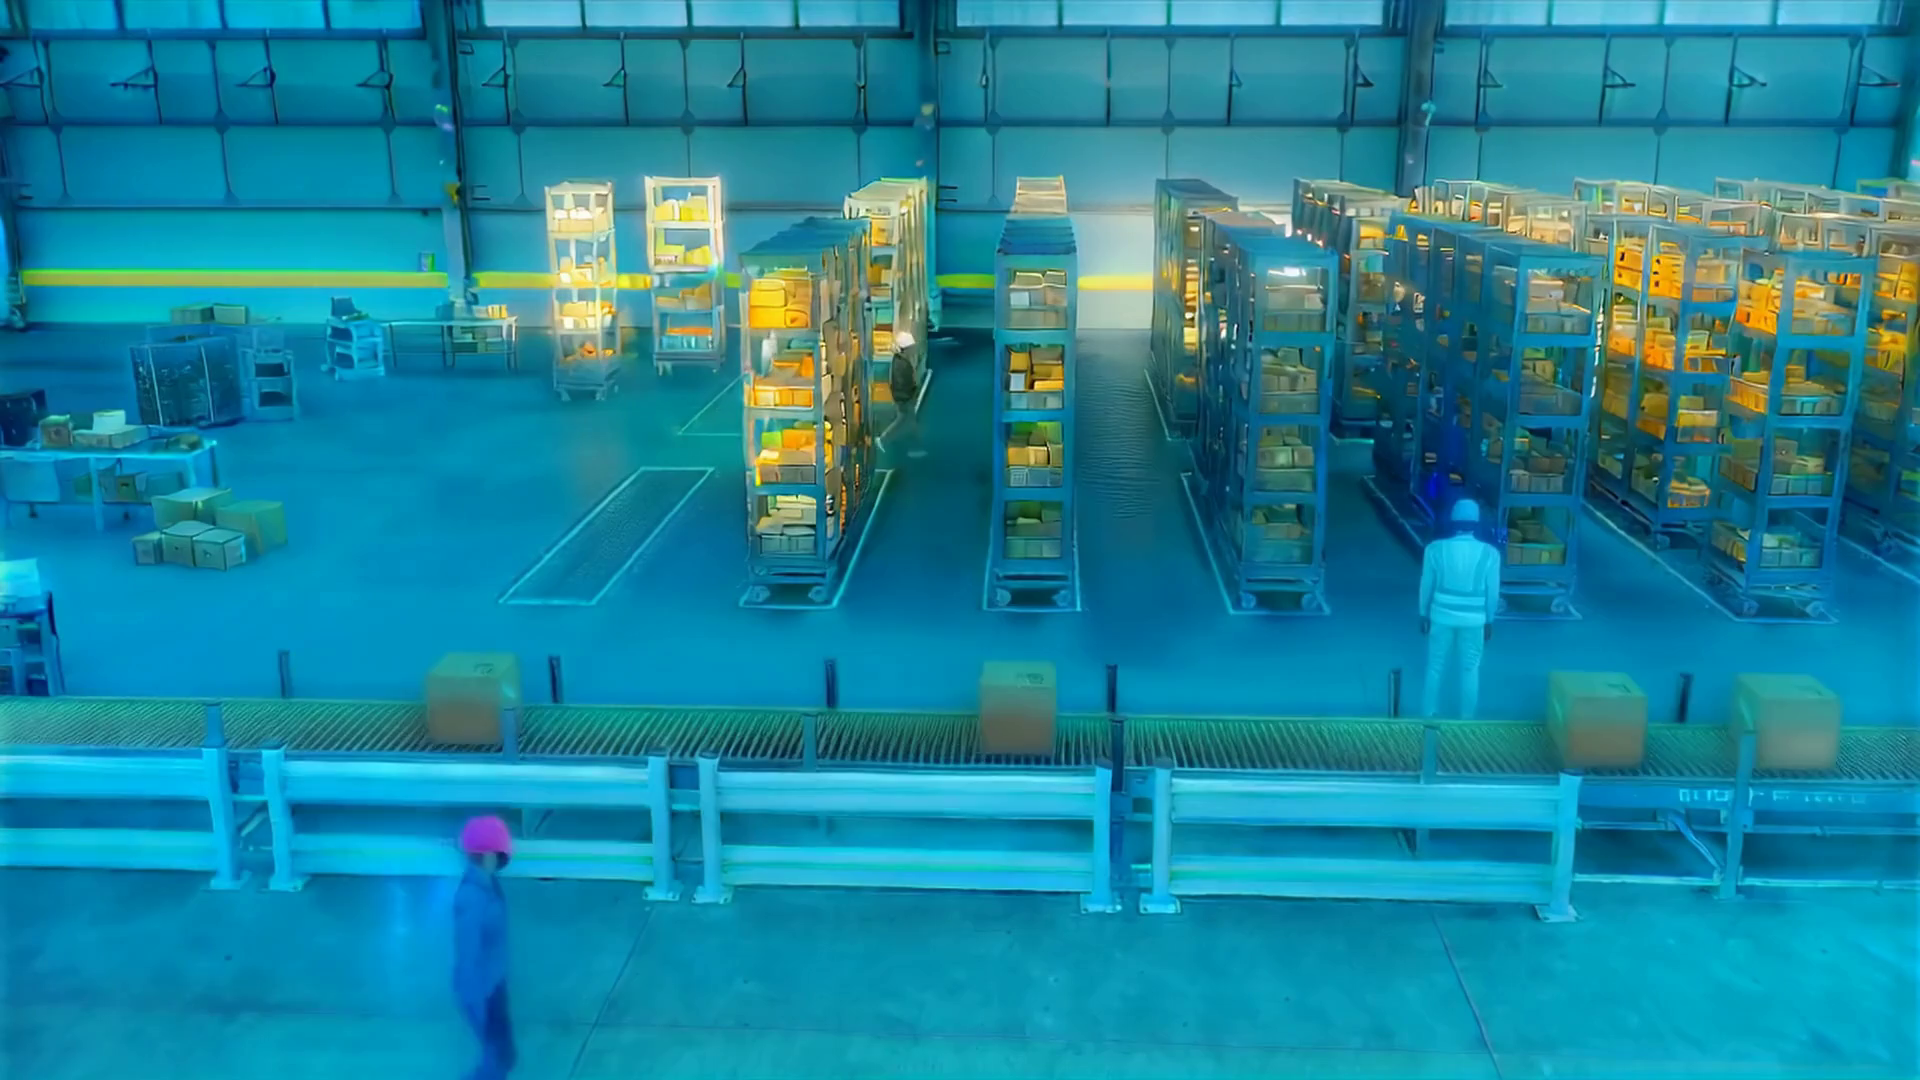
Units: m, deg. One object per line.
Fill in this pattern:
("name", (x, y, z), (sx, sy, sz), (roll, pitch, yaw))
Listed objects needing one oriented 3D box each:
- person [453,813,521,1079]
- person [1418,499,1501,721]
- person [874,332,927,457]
("person", (-2.347, 2.166, 8.165), (0.427, 1.751, 0.551), (-2, 15, -7))
("person", (4.064, 0.619, 13.595), (0.623, 1.935, 0.436), (7, 17, 25))
("person", (-0.852, -2.064, 23.756), (0.690, 1.815, 0.600), (-3, 15, -11))
